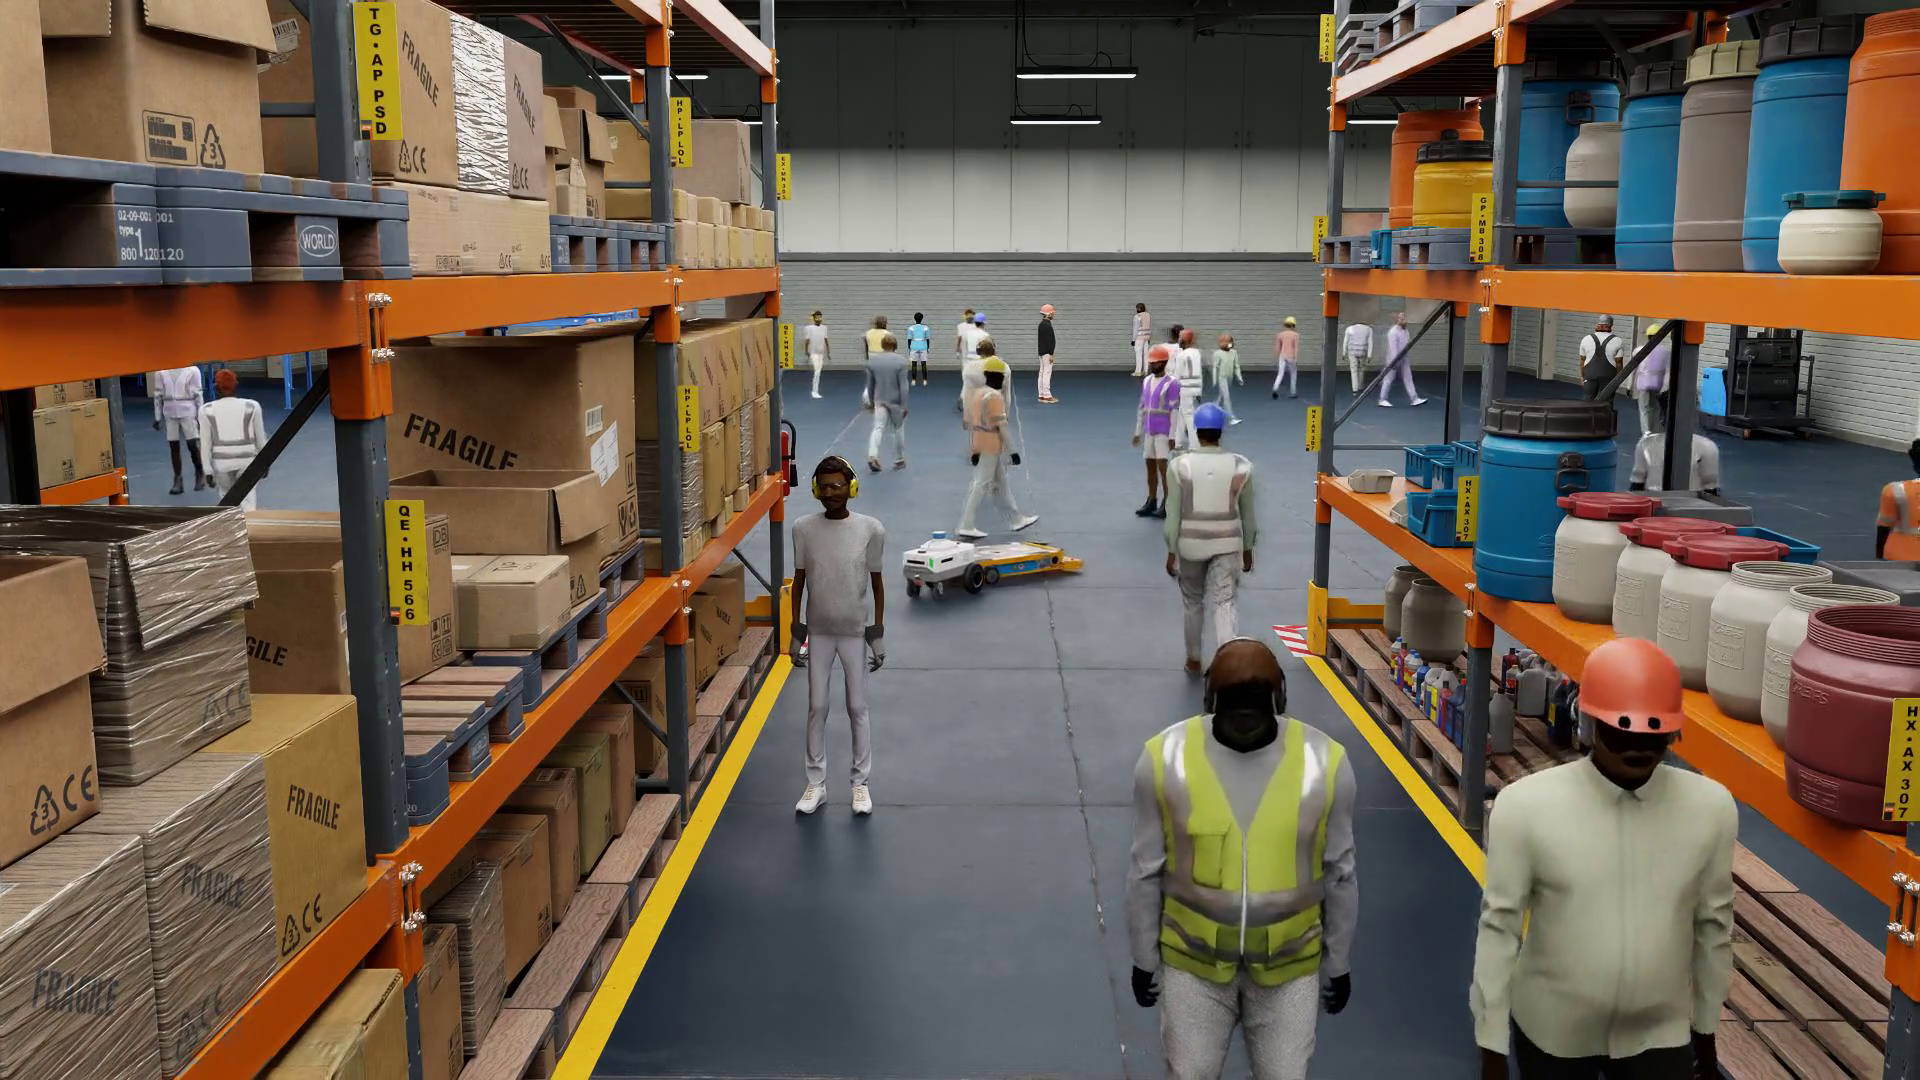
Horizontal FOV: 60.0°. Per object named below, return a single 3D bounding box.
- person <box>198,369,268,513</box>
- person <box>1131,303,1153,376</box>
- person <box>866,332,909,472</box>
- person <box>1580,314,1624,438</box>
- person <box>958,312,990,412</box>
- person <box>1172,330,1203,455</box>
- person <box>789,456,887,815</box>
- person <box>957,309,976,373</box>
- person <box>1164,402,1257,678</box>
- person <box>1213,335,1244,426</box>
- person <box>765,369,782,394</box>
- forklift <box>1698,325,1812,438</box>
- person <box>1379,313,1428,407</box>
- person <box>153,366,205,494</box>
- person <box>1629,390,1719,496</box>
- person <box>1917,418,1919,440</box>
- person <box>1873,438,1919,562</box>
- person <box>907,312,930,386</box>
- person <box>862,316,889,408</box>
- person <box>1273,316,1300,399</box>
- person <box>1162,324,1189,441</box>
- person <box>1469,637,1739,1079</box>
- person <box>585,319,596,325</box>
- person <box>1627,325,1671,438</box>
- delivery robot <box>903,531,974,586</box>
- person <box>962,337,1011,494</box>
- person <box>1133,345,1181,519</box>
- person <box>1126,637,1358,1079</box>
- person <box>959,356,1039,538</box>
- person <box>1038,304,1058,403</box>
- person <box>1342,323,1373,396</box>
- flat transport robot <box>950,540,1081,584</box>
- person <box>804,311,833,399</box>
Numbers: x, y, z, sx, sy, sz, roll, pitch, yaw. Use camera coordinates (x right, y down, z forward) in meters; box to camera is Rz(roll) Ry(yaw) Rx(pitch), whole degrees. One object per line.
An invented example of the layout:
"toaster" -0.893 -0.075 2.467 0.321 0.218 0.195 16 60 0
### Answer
"person" -6.962 -0.720 15.957 0.576 1.849 0.923 -3 10 -19
"person" 4.559 -5.062 41.967 0.622 1.843 0.429 -8 12 -40
"person" -1.011 -1.893 22.810 0.640 1.908 0.959 4 10 20
"person" 10.475 -2.668 27.154 0.679 2.000 0.536 5 11 29
"person" 0.295 -3.316 31.259 0.612 1.923 0.745 7 12 36
"person" 3.239 -2.168 24.566 0.801 1.857 0.614 7 12 36
"person" -0.636 0.490 8.620 0.516 1.872 0.327 1 10 4
"person" 0.192 -4.182 36.676 0.527 1.845 0.814 0 9 1
"person" 1.689 0.043 11.167 0.629 1.923 0.889 0 9 1
"person" 4.688 -2.801 29.166 0.514 1.585 0.851 -7 12 -36
"person" -3.452 -2.917 29.750 0.530 1.621 0.377 2 10 12
"forklift" 13.248 -3.165 27.620 1.129 2.768 1.873 0 9 1
"person" 8.722 -3.532 32.752 0.988 1.855 0.674 9 13 44
"person" -9.699 -1.549 20.643 0.560 1.934 0.402 -1 10 -5
"person" 5.124 -0.136 12.145 0.739 1.936 0.617 -7 12 -36
"person" 11.280 -1.191 19.042 0.545 1.750 0.384 6 11 34
"person" 6.468 0.146 11.224 0.540 1.684 0.402 2 10 13
"person" -0.957 -4.415 38.518 0.540 1.696 0.315 -1 10 -8
"person" -1.602 -3.456 32.412 0.630 1.825 0.747 5 11 28
"person" 6.853 -3.831 34.927 0.536 1.731 0.865 7 12 36
"person" 3.431 -2.493 26.500 0.991 1.866 0.614 -7 12 -37
"person" 1.559 1.213 3.965 0.649 1.965 0.829 1 10 5
"person" -6.225 -2.797 28.214 0.644 1.904 0.399 -2 10 -13
"person" 10.769 -2.409 25.947 0.632 1.888 0.903 2 10 11
"delivery robot" -0.183 0.169 14.323 0.477 0.478 0.707 6 11 33
"person" 0.322 -1.523 20.473 0.627 1.940 0.372 -3 10 -19
"person" 2.217 -1.230 18.728 0.363 1.936 0.553 -7 12 -35
"person" 0.788 1.167 4.688 0.644 1.836 0.430 1 10 9
"person" 0.395 -0.966 17.322 0.948 1.878 0.600 -3 10 -15
"person" 1.783 -3.820 34.055 0.375 1.997 0.610 -3 10 -17
"person" 8.563 -4.022 35.877 0.606 1.781 0.910 1 10 6
"flat transport robot" 0.359 0.198 15.278 1.431 0.197 0.652 -7 12 -36
"person" -2.966 -3.898 34.989 0.486 1.841 0.613 -8 12 -40
